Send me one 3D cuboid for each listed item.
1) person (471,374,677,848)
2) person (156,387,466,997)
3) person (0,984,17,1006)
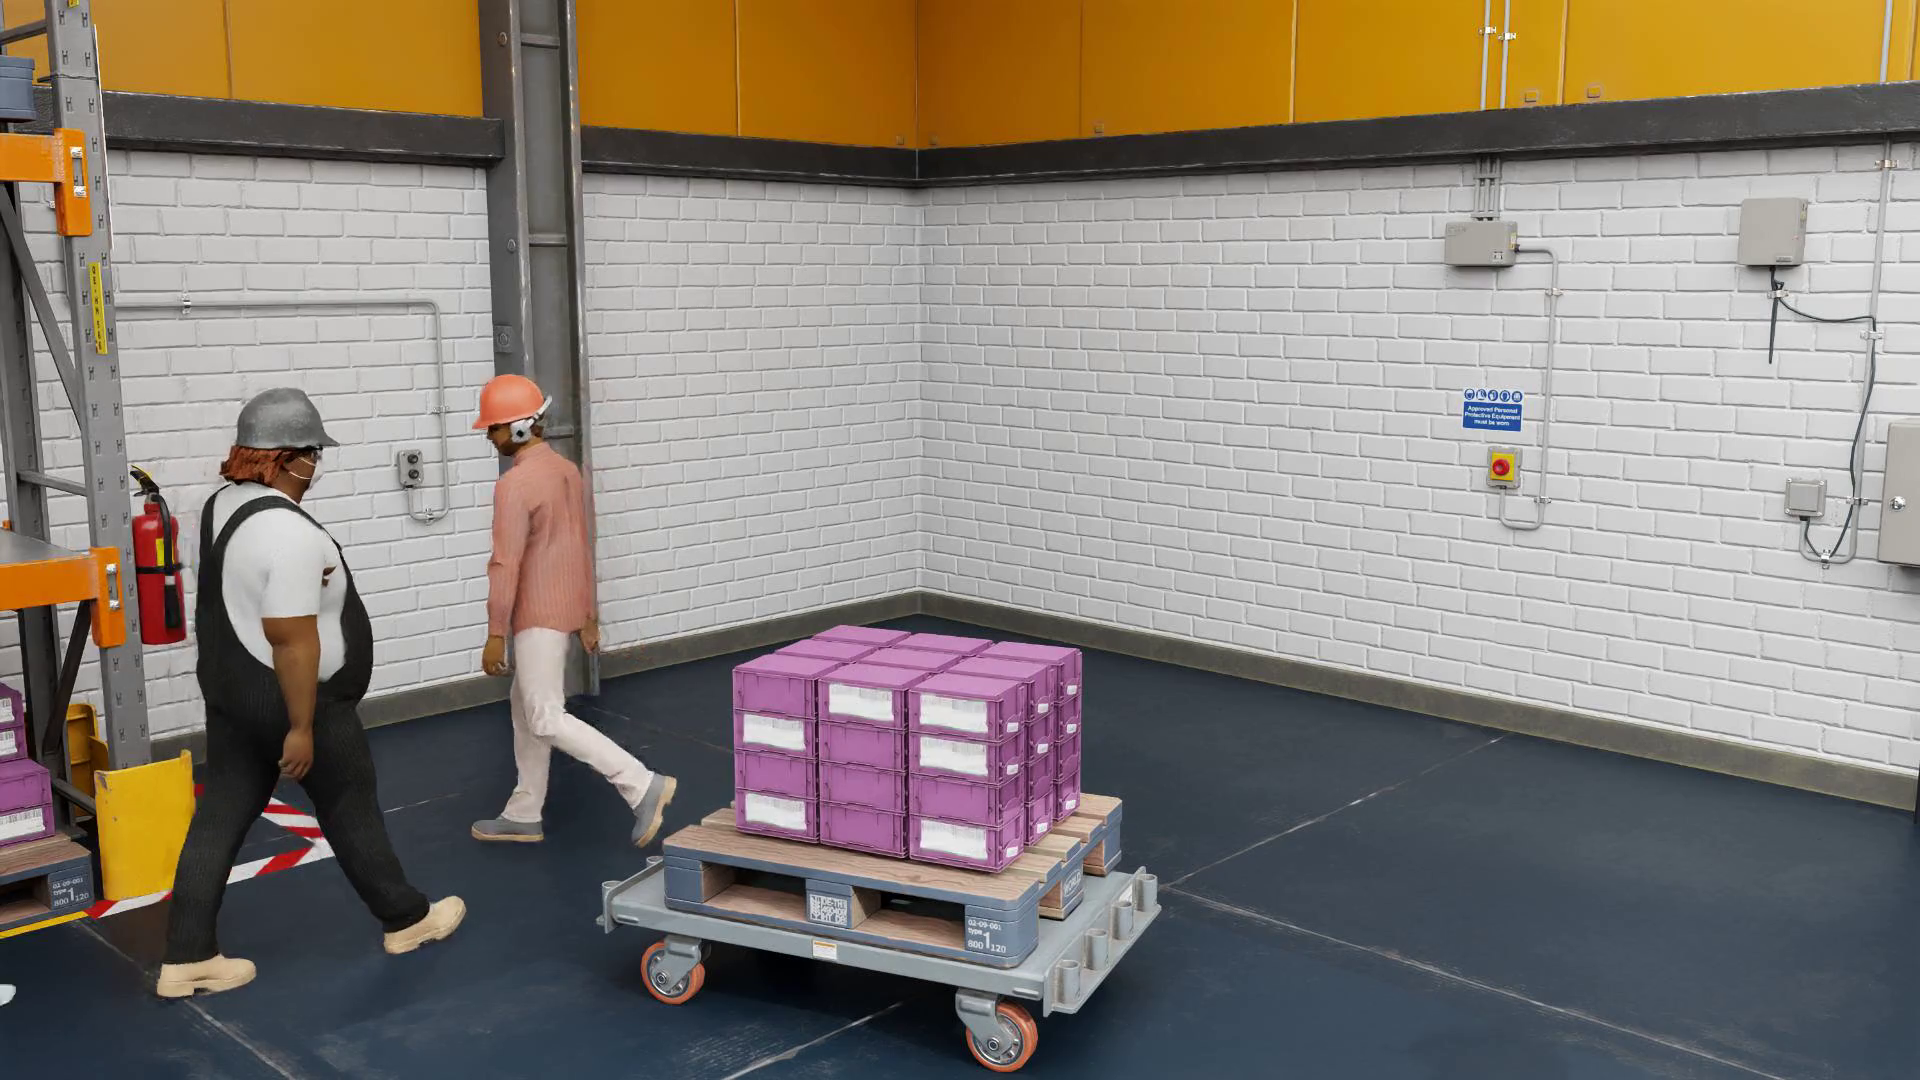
[{"bbox_3d":[-1.594,0.307,6.704,0.835,1.958,0.623,1,9,7],"label":"person"},{"bbox_3d":[-2.222,0.460,5.495,0.693,2.000,1.019,8,12,40],"label":"person"},{"bbox_3d":[-3.121,0.607,5.028,0.610,1.891,0.651,9,13,44],"label":"person"}]
